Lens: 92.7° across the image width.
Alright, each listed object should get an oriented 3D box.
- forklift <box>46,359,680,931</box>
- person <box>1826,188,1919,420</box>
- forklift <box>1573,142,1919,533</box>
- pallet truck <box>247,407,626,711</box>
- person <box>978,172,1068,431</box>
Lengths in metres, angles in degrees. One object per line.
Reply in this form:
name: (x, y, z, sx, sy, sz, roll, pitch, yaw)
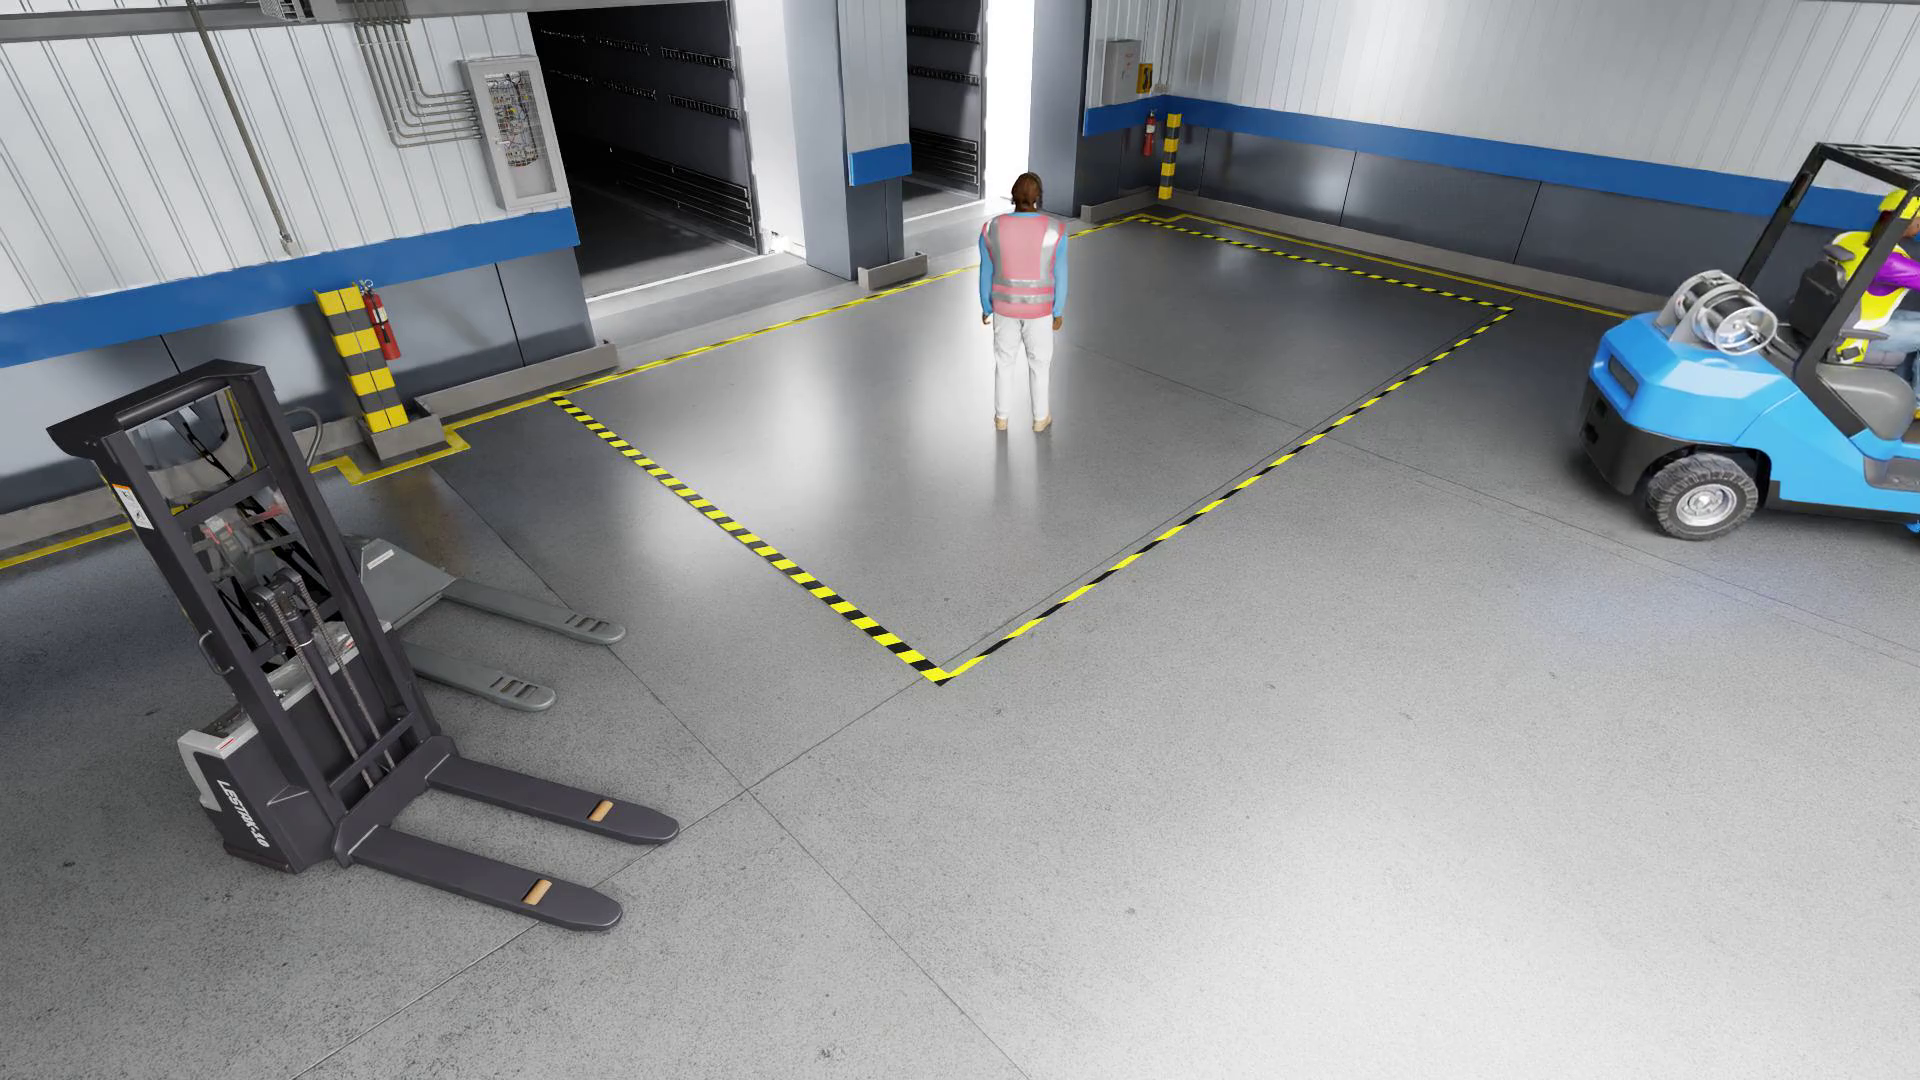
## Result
forklift: (-2.135, 0.422, 3.354, 1.885, 1.965, 0.823, 10, 35, 14)
person: (5.575, -1.346, 5.305, 1.004, 1.294, 0.635, 8, 35, 11)
forklift: (5.518, -1.203, 5.428, 2.680, 2.036, 1.157, 8, 35, 11)
pallet truck: (-2.628, 0.038, 4.590, 1.601, 1.201, 0.680, 12, 36, 18)
person: (0.445, -1.649, 6.536, 0.623, 1.844, 0.431, 6, 35, 8)
